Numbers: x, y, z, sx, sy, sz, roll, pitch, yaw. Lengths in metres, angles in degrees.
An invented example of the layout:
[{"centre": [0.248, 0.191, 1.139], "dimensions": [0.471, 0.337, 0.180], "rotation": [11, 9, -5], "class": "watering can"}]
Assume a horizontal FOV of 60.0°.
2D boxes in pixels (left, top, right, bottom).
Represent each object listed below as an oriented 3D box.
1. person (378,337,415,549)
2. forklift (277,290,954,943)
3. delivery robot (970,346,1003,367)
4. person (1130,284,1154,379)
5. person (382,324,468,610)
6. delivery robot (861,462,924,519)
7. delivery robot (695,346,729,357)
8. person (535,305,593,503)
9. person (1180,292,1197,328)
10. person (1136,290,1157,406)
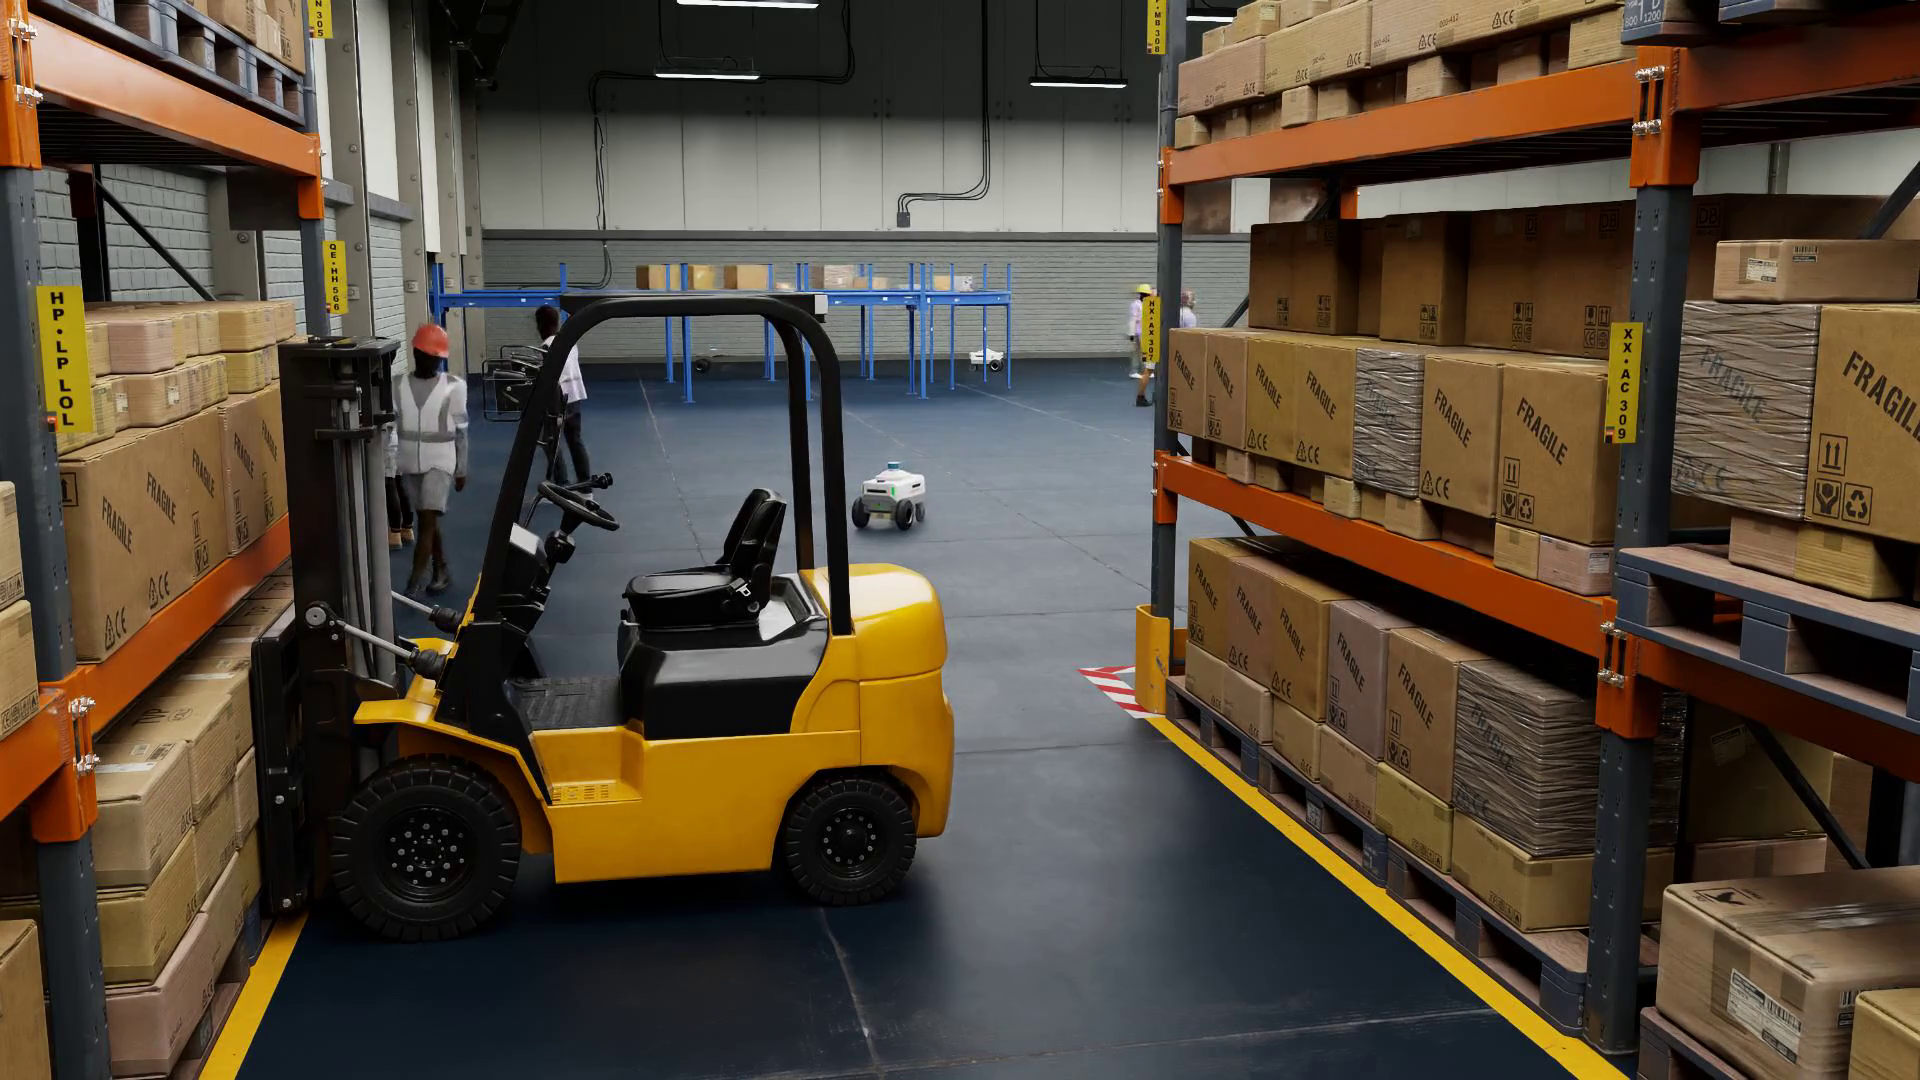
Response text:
[{"centre": [-4.592, -0.780, 13.344], "dimensions": [0.316, 1.695, 0.541], "rotation": [1, 9, 7], "class": "person"}, {"centre": [-1.179, 0.175, 6.143], "dimensions": [2.313, 2.155, 1.214], "rotation": [-2, 10, -12], "class": "forklift"}, {"centre": [0.569, -3.974, 36.131], "dimensions": [0.707, 0.478, 0.477], "rotation": [2, 10, 10], "class": "delivery robot"}, {"centre": [3.763, -4.185, 33.470], "dimensions": [0.807, 1.897, 0.621], "rotation": [6, 11, 31], "class": "person"}, {"centre": [-3.596, -0.499, 11.134], "dimensions": [0.590, 1.871, 1.001], "rotation": [0, 9, -1], "class": "person"}, {"centre": [-0.584, -0.442, 14.604], "dimensions": [0.477, 0.478, 0.707], "rotation": [4, 10, 22], "class": "delivery robot"}, {"centre": [-5.362, -4.077, 35.969], "dimensions": [0.698, 0.223, 0.335], "rotation": [1, 9, 4], "class": "delivery robot"}, {"centre": [-3.825, -1.311, 16.000], "dimensions": [0.454, 1.894, 0.620], "rotation": [2, 10, 12], "class": "person"}, {"centre": [3.593, -2.942, 26.032], "dimensions": [0.992, 1.854, 0.683], "rotation": [-3, 10, -17], "class": "person"}, {"centre": [3.226, -3.111, 26.971], "dimensions": [0.807, 1.886, 0.572], "rotation": [-2, 10, -11], "class": "person"}]
